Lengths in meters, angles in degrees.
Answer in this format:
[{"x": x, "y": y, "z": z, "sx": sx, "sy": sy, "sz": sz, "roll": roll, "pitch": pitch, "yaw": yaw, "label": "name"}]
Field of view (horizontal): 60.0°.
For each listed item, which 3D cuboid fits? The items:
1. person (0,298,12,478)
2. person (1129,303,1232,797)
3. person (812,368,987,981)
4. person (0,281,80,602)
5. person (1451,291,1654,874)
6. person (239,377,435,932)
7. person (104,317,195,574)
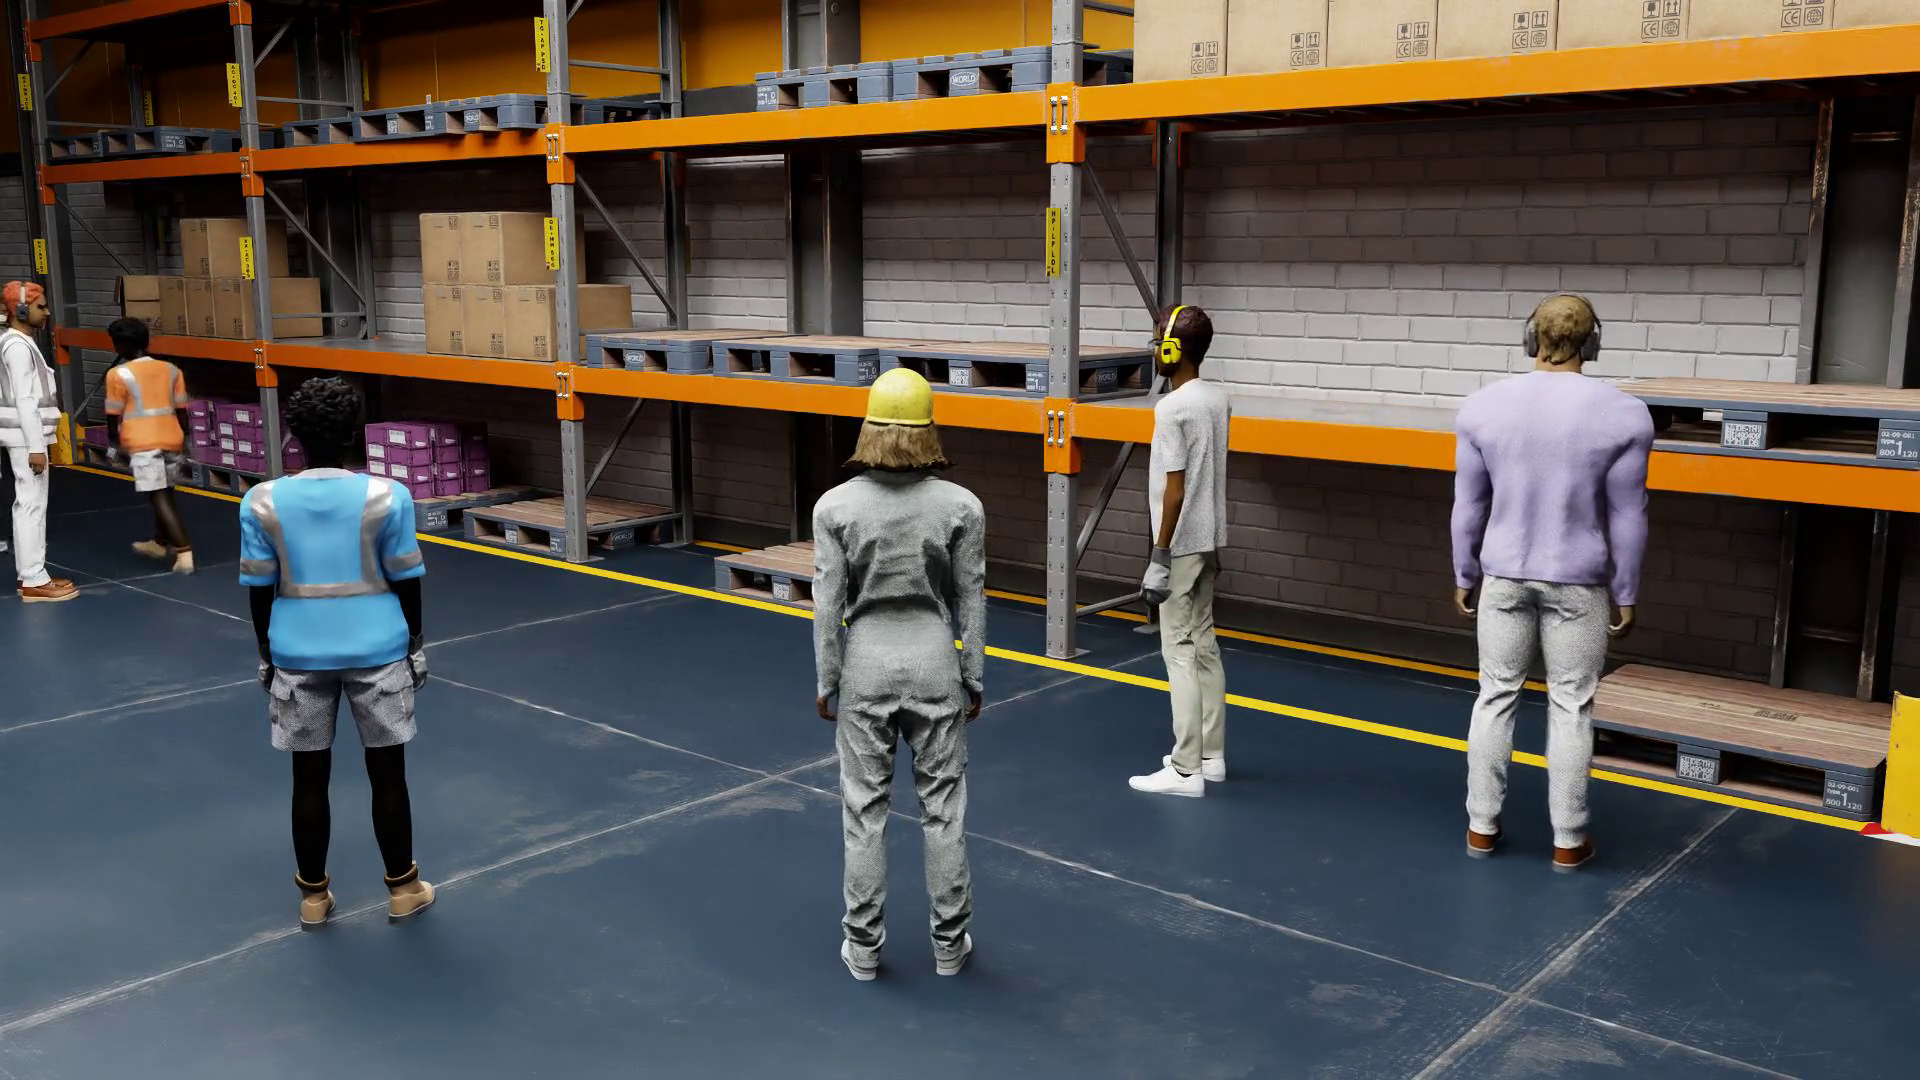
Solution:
[{"x": -8.657, "y": -1.380, "z": 15.093, "sx": 0.271, "sy": 1.632, "sz": 0.503, "roll": 9, "pitch": 13, "yaw": 42, "label": "person"}, {"x": 0.850, "y": 0.043, "z": 6.324, "sx": 0.310, "sy": 1.868, "sz": 0.533, "roll": 7, "pitch": 12, "yaw": 33, "label": "person"}, {"x": -0.170, "y": 0.386, "z": 4.731, "sx": 0.494, "sy": 1.743, "sz": 0.303, "roll": -1, "pitch": 10, "yaw": -5, "label": "person"}, {"x": -5.487, "y": -0.579, "z": 9.820, "sx": 0.337, "sy": 1.883, "sz": 0.584, "roll": -6, "pitch": 12, "yaw": -32, "label": "person"}, {"x": 1.951, "y": 0.145, "z": 5.565, "sx": 0.627, "sy": 1.932, "sz": 0.354, "roll": 6, "pitch": 12, "yaw": 30, "label": "person"}, {"x": -1.880, "y": 0.354, "z": 5.054, "sx": 0.532, "sy": 1.693, "sz": 0.319, "roll": -1, "pitch": 10, "yaw": -8, "label": "person"}, {"x": -5.202, "y": -0.606, "z": 10.681, "sx": 0.821, "sy": 1.639, "sz": 0.540, "roll": 5, "pitch": 11, "yaw": 24, "label": "person"}]
